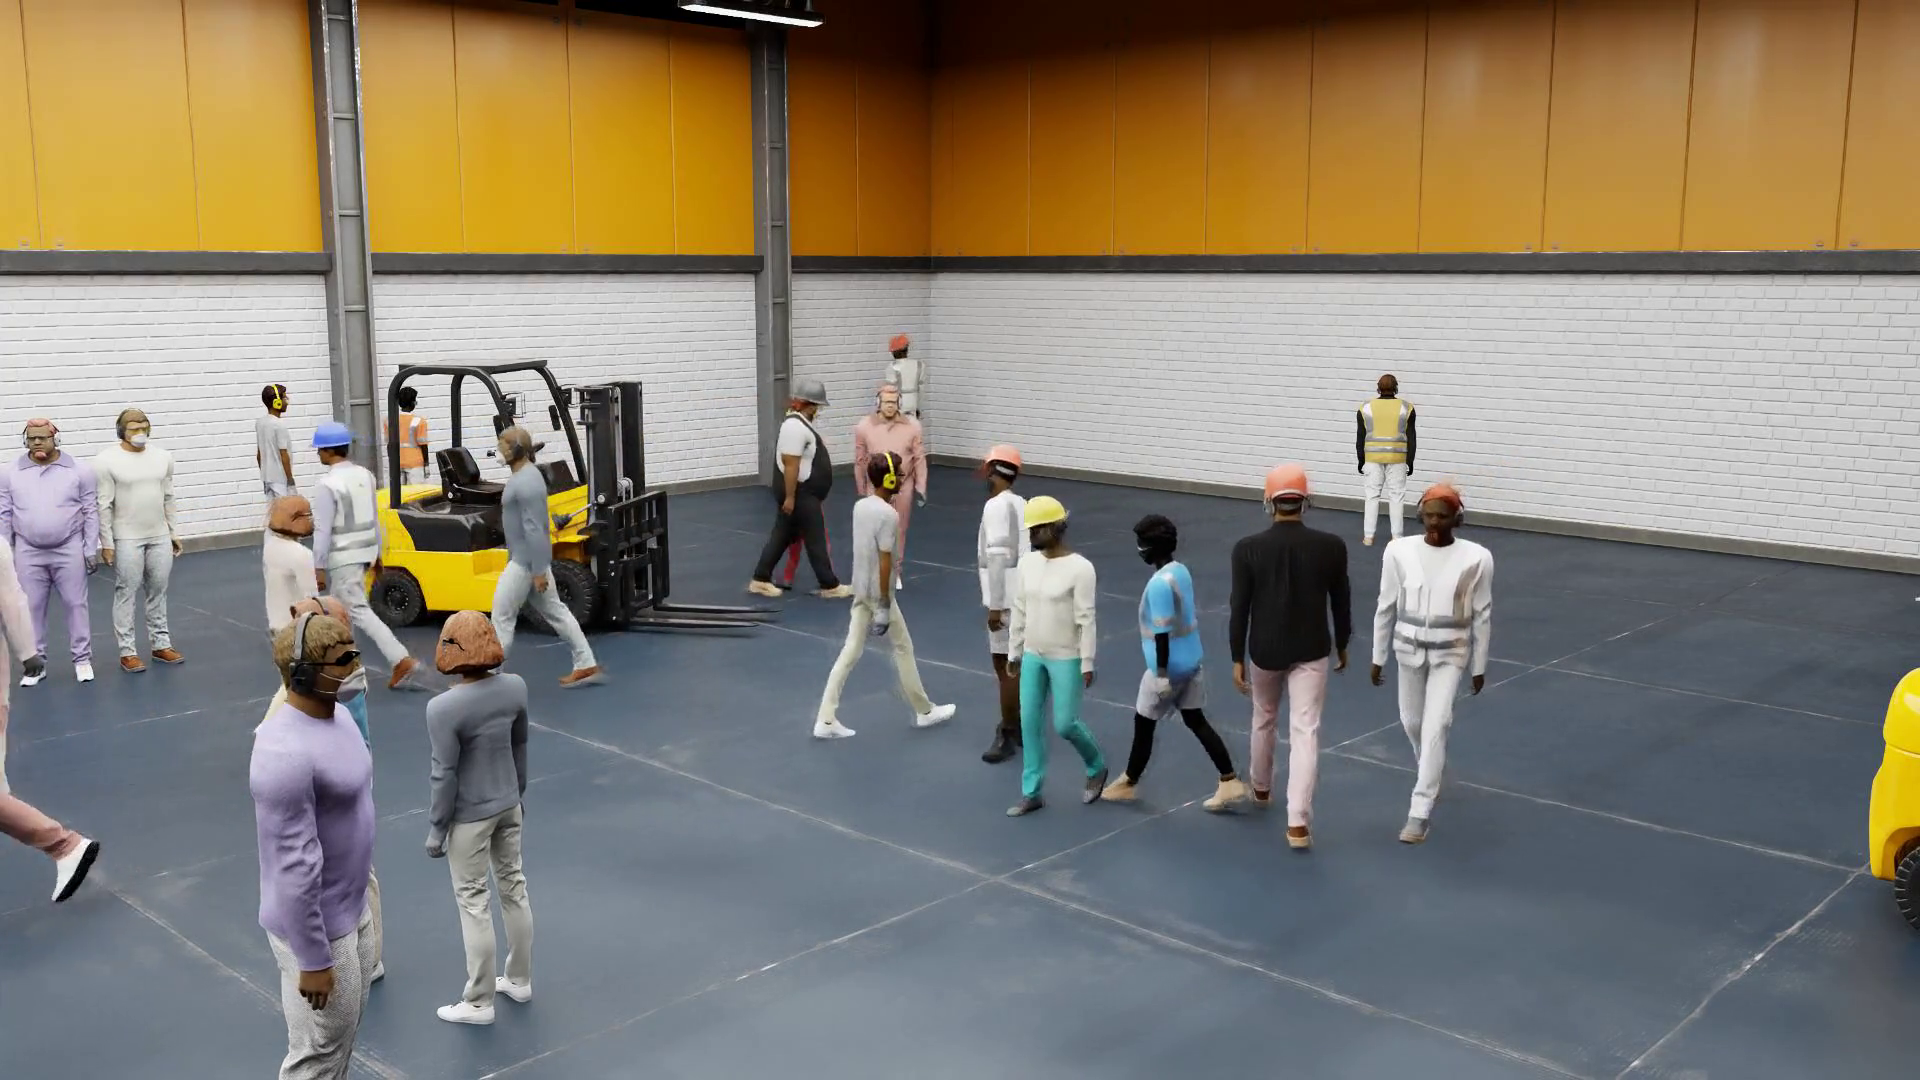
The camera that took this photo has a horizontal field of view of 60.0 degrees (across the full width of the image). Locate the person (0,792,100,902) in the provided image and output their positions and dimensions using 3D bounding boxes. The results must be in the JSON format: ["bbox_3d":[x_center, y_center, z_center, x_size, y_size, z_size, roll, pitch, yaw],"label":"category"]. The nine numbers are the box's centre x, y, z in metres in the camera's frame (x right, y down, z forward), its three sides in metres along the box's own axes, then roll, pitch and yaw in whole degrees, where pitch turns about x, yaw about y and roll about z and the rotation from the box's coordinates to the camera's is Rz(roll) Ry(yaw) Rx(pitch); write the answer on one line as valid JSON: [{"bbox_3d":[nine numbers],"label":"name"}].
[{"bbox_3d":[-4.389,0.820,7.412,0.819,1.876,0.662,-4,10,-21],"label":"person"}]

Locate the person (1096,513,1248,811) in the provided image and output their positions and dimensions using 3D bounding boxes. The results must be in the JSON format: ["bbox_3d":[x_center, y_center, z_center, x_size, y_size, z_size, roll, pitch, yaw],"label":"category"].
[{"bbox_3d":[1.172,0.673,9.009,0.855,1.645,0.541,4,10,24],"label":"person"}]

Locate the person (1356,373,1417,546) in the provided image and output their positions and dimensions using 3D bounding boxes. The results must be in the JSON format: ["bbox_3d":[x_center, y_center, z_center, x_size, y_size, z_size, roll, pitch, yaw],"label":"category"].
[{"bbox_3d":[4.532,-0.846,17.706,0.626,1.846,0.429,3,10,17],"label":"person"}]

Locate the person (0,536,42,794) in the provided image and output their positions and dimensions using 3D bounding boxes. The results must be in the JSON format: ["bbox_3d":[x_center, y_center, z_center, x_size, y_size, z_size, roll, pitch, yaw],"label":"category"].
[{"bbox_3d":[-5.245,0.585,8.802,0.680,1.897,0.396,1,9,4],"label":"person"}]

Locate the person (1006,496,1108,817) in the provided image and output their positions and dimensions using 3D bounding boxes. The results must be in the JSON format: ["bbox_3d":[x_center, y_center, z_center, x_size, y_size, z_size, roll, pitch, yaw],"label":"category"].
[{"bbox_3d":[0.497,0.627,9.000,0.550,1.742,0.532,8,12,41],"label":"person"}]

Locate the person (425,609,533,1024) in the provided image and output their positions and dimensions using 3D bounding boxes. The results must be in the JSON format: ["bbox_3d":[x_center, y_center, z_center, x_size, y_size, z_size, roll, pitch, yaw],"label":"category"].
[{"bbox_3d":[-1.890,1.080,6.538,0.279,1.633,0.501,5,10,27],"label":"person"}]

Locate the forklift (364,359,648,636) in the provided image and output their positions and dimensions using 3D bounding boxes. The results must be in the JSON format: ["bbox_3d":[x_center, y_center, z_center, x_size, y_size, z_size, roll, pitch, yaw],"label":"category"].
[{"bbox_3d":[-3.850,-0.407,13.936,2.313,2.155,1.214,2,9,11],"label":"forklift"}]

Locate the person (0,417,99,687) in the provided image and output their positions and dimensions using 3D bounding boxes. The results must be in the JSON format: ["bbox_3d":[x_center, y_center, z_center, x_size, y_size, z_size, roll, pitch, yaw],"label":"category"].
[{"bbox_3d":[-6.469,0.081,11.827,0.642,1.909,0.410,-4,10,-21],"label":"person"}]

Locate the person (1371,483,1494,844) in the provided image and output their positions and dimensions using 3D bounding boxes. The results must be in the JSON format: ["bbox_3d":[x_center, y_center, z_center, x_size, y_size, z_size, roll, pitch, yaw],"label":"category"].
[{"bbox_3d":[2.508,0.602,8.807,0.599,1.857,0.867,5,11,29],"label":"person"}]

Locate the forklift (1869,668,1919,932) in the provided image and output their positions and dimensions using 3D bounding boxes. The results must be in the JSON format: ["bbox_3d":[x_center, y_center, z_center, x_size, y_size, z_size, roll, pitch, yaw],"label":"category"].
[{"bbox_3d":[5.205,0.723,7.013,2.313,2.155,1.214,9,13,43],"label":"forklift"}]

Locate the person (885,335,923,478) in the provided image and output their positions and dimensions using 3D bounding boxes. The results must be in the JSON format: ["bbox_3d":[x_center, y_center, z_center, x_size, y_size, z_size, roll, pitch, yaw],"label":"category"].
[{"bbox_3d":[-0.778,-1.840,23.271,0.662,2.018,0.398,-7,11,-35],"label":"person"}]

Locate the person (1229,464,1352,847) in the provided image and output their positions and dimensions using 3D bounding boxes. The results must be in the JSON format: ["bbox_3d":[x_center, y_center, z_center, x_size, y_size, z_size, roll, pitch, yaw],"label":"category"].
[{"bbox_3d":[1.731,0.573,8.746,0.624,1.938,1.045,2,9,11],"label":"person"}]

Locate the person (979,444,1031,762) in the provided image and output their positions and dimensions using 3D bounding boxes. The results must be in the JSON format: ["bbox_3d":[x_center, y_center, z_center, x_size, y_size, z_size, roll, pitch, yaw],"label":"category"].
[{"bbox_3d":[0.247,0.378,10.117,0.363,1.885,0.711,3,10,18],"label":"person"}]

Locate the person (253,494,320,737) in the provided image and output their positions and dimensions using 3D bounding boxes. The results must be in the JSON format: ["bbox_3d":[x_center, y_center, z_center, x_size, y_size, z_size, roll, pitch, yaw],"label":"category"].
[{"bbox_3d":[-3.970,0.531,9.918,0.527,1.619,0.385,8,12,41],"label":"person"}]

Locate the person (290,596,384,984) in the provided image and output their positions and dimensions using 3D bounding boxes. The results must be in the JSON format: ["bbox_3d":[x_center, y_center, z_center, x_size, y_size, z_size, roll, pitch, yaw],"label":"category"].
[{"bbox_3d":[-2.569,1.032,6.823,0.306,1.637,0.523,-9,13,-43],"label":"person"}]

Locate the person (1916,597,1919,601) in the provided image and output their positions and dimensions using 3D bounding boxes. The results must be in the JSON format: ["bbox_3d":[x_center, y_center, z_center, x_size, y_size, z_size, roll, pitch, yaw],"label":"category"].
[{"bbox_3d":[8.736,-0.261,14.478,0.550,1.729,0.490,8,12,42],"label":"person"}]

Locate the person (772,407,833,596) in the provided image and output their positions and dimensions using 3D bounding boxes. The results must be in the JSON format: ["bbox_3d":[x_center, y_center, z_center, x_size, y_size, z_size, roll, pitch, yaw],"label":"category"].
[{"bbox_3d":[-1.486,-0.355,15.008,0.814,1.727,0.533,2,9,10],"label":"person"}]

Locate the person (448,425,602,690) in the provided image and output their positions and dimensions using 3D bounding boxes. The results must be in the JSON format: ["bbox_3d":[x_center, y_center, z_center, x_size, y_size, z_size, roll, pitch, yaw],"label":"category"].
[{"bbox_3d":[-3.005,0.143,11.520,1.049,1.888,0.643,-2,10,-14],"label":"person"}]

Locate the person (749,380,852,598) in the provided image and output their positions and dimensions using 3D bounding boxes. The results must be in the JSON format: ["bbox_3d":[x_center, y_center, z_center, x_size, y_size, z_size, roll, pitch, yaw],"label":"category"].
[{"bbox_3d":[-1.468,-0.487,14.900,0.932,2.000,0.707,-1,9,-7],"label":"person"}]

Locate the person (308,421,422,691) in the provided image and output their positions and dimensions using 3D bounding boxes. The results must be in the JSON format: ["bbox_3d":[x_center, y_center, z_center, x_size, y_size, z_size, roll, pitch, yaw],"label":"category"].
[{"bbox_3d":[-4.229,0.112,11.669,0.961,1.909,0.612,2,9,11],"label":"person"}]

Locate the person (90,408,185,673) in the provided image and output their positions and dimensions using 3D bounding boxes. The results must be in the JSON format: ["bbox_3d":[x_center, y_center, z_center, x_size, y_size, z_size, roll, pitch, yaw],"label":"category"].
[{"bbox_3d":[-6.048,-0.008,12.272,0.361,1.937,0.635,6,11,31],"label":"person"}]

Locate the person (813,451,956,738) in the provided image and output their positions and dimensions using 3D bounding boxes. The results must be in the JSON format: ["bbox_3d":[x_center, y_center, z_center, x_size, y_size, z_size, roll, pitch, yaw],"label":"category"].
[{"bbox_3d":[-0.518,0.347,10.514,1.011,1.814,0.535,-7,11,-35],"label":"person"}]

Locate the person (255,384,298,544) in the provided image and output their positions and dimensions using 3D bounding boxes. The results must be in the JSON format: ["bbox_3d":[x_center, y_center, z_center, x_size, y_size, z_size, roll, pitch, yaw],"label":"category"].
[{"bbox_3d":[-6.442,-0.539,15.747,0.521,1.869,0.328,7,12,38],"label":"person"}]

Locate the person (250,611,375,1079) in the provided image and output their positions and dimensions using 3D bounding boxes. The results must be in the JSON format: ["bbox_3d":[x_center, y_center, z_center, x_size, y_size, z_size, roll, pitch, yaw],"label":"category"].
[{"bbox_3d":[-1.920,1.169,5.061,0.372,1.940,0.631,-2,9,-9],"label":"person"}]

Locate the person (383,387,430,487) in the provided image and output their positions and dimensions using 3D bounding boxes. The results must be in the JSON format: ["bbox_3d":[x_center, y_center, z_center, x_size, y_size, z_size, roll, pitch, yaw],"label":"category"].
[{"bbox_3d":[-5.933,-0.800,17.894,0.535,1.691,0.319,3,10,16],"label":"person"}]

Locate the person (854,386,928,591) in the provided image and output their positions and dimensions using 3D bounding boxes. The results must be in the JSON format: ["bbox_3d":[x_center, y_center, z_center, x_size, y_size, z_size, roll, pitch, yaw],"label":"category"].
[{"bbox_3d":[-0.615,-0.446,15.104,0.652,1.889,0.687,-1,9,-8],"label":"person"}]
